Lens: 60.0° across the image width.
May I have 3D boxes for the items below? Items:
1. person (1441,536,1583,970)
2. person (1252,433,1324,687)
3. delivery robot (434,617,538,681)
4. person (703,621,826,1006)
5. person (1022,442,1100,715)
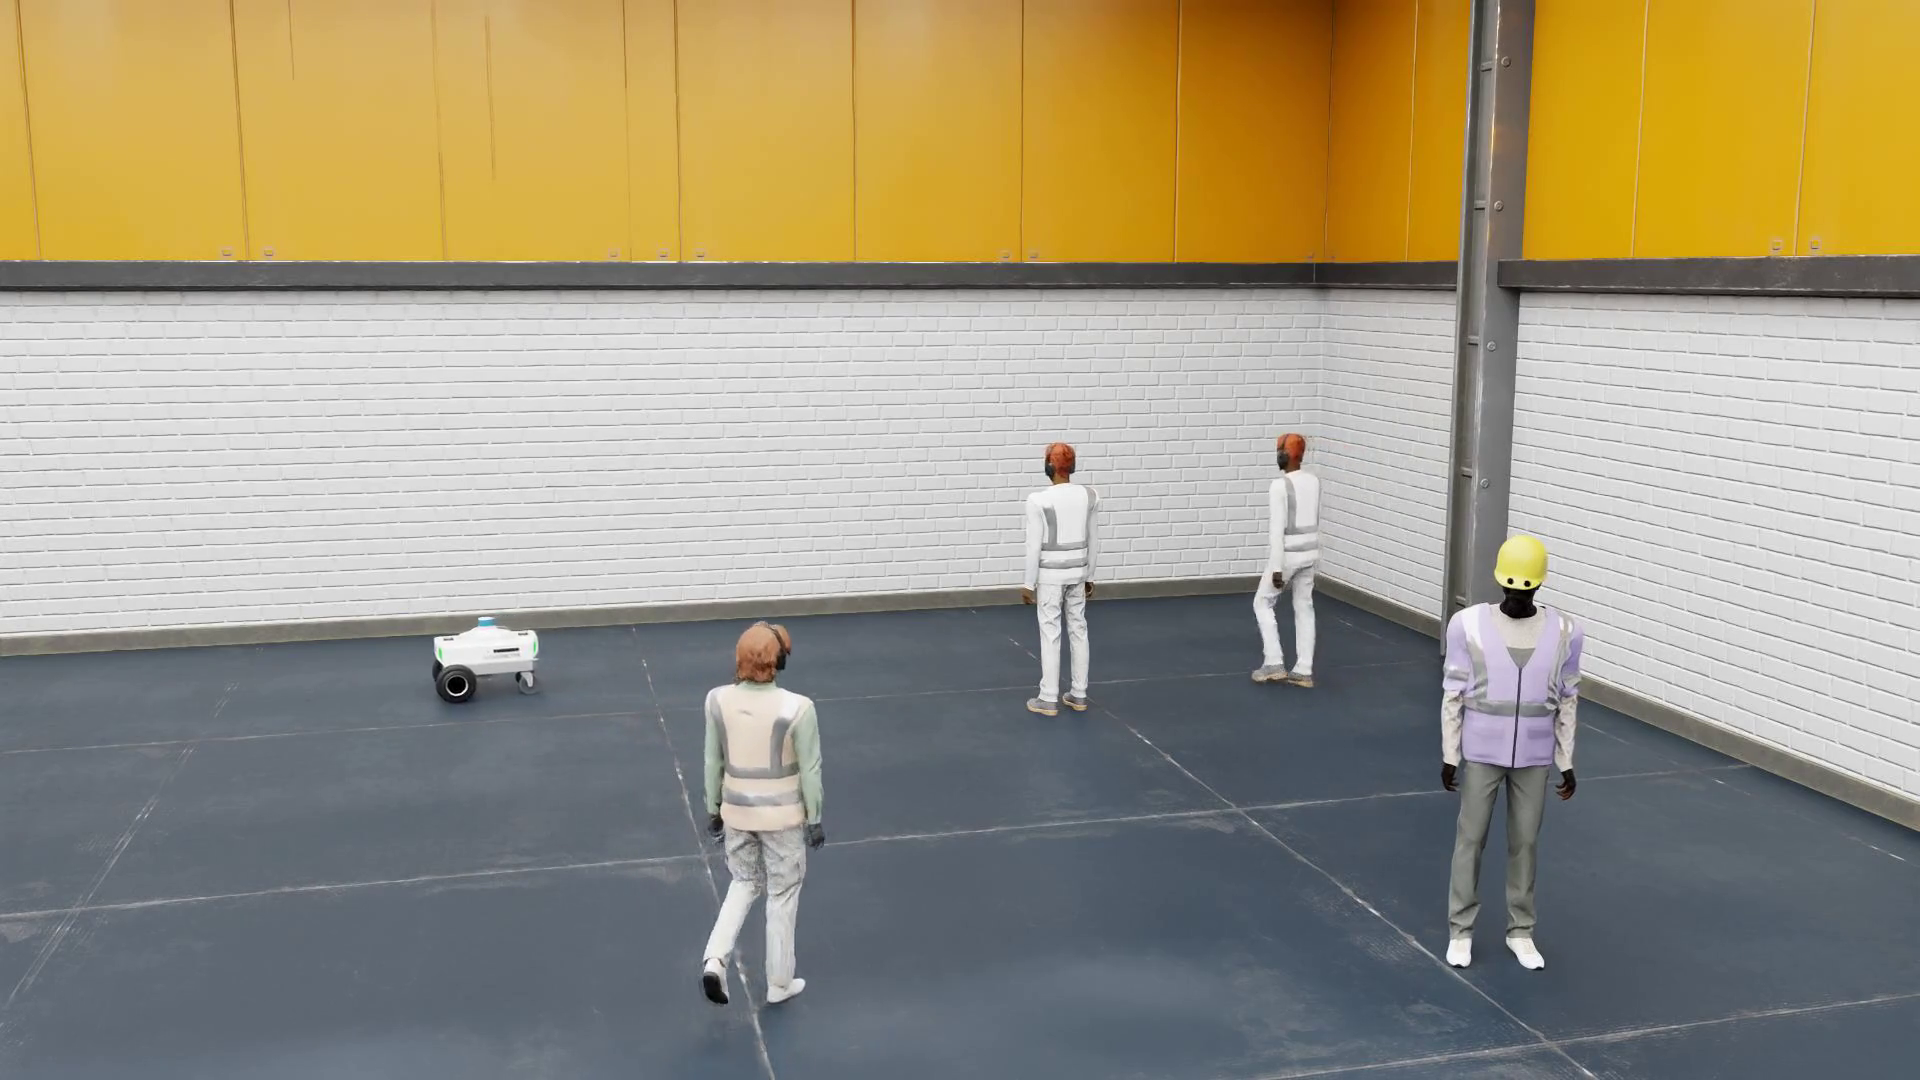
[{"bbox_3d":[2.392,0.923,7.241,0.584,1.919,0.382,1,9,6],"label":"person"},{"bbox_3d":[2.410,0.145,12.255,0.574,1.865,0.577,-6,11,-35],"label":"person"},{"bbox_3d":[-3.407,0.798,11.973,0.707,0.478,0.477,-3,10,-20],"label":"delivery robot"},{"bbox_3d":[-0.817,1.144,6.773,0.521,1.626,0.467,4,10,22],"label":"person"},{"bbox_3d":[0.689,0.266,11.451,0.575,1.884,0.355,-5,10,-29],"label":"person"}]
